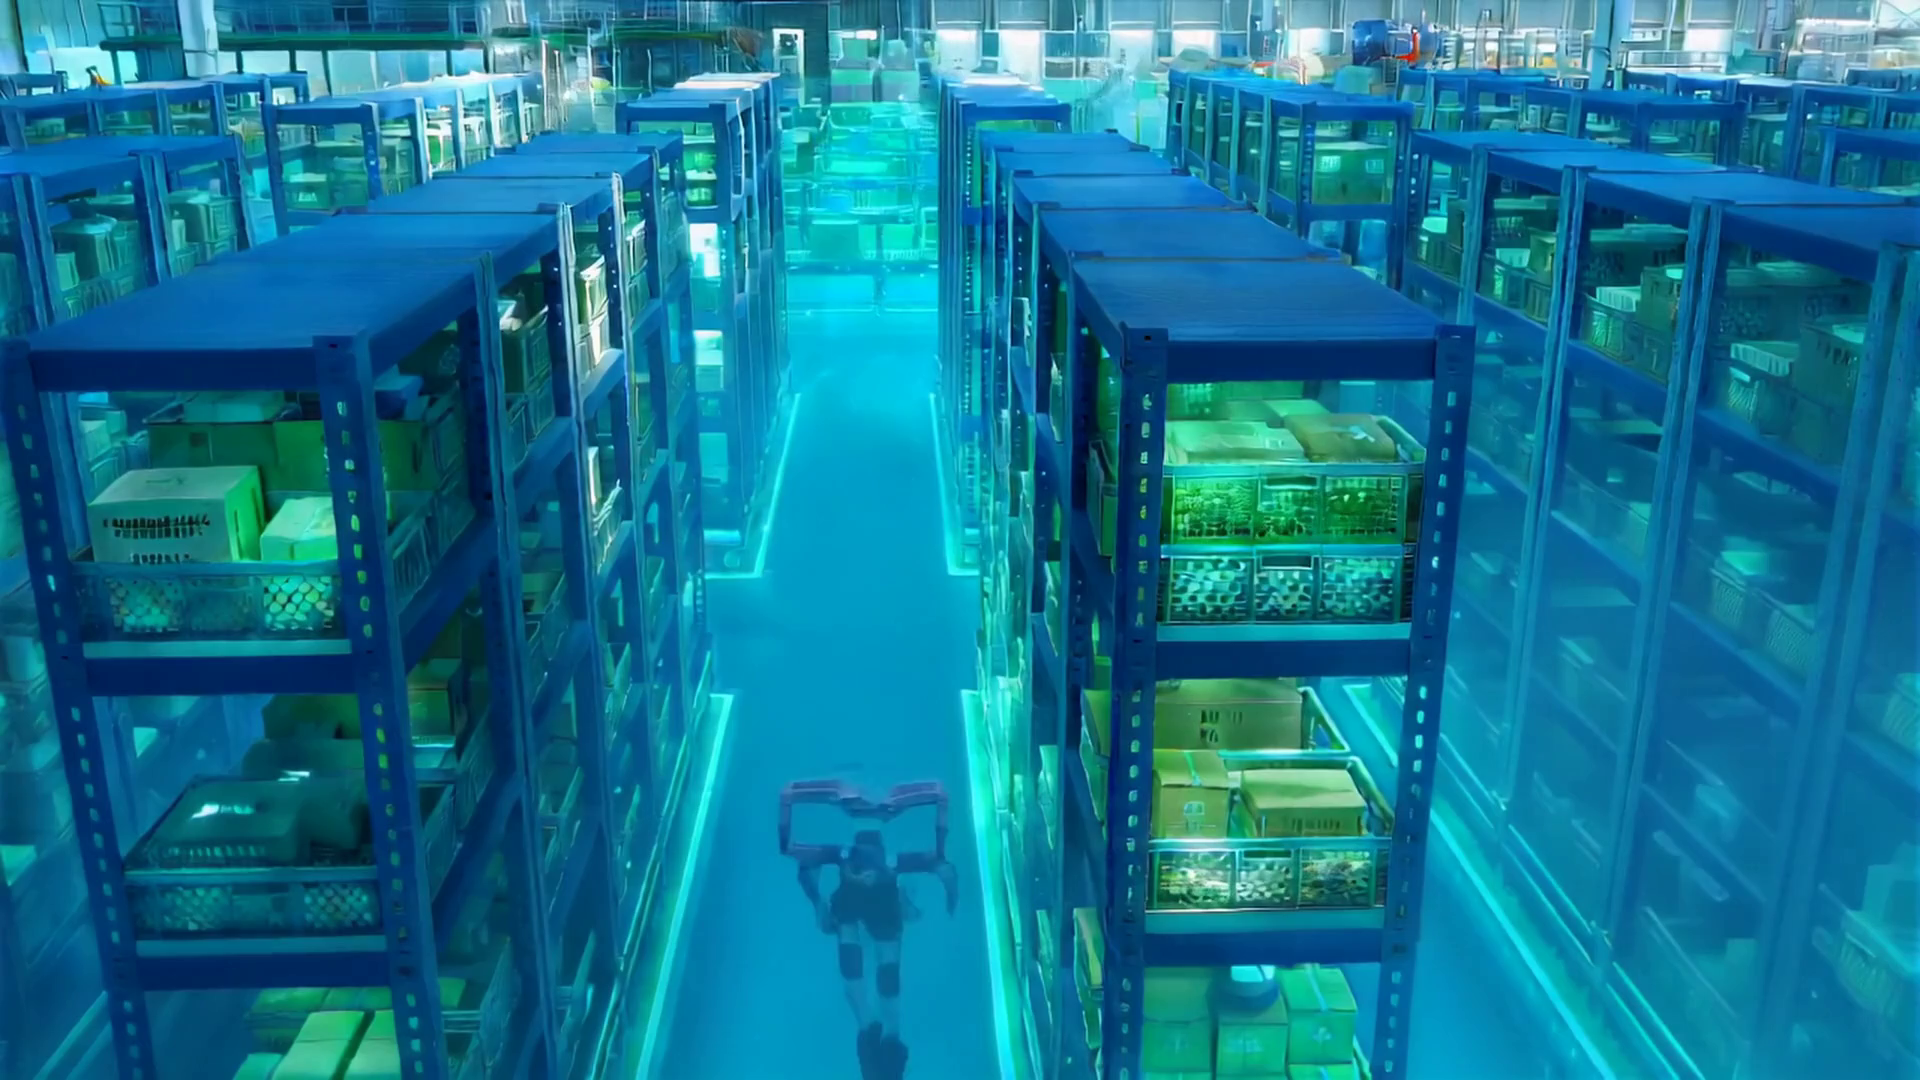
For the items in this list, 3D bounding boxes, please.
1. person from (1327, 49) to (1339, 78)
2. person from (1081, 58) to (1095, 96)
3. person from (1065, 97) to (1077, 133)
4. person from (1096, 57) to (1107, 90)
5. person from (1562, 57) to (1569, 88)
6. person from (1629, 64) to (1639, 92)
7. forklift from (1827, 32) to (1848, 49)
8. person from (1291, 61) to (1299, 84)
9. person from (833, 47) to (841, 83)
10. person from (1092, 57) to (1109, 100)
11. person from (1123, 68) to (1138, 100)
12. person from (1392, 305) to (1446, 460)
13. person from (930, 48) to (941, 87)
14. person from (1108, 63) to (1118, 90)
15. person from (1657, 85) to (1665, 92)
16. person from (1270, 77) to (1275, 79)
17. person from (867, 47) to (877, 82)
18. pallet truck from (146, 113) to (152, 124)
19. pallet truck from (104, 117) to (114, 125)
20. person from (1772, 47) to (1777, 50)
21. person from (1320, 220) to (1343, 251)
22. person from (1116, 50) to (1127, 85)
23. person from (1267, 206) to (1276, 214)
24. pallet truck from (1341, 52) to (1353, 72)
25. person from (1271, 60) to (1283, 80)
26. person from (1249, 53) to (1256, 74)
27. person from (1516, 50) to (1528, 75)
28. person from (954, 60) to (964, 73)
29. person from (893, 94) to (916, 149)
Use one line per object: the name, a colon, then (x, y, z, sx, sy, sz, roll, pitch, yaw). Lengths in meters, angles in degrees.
person: (19.632, -24.855, 87.619, 0.636, 1.980, 0.558, -4, 18, -13)
person: (6.105, -22.158, 79.587, 0.641, 1.797, 0.710, 1, 18, 2)
person: (2.942, -11.195, 45.570, 0.701, 1.840, 0.550, -8, 19, -22)
person: (7.231, -23.724, 84.596, 0.697, 1.679, 0.538, -8, 20, -24)
person: (29.931, -23.043, 82.400, 0.379, 1.727, 0.521, -6, 19, -17)
person: (32.232, -22.100, 79.386, 0.874, 1.803, 0.511, -17, 24, -42)
forklift: (46.023, -25.321, 87.619, 1.129, 2.768, 1.873, -1, 18, -2)
person: (14.724, -20.073, 73.011, 0.521, 1.864, 0.335, -16, 24, -41)
person: (-6.867, -26.355, 92.345, 0.602, 1.920, 0.569, -11, 21, -30)
person: (6.533, -21.244, 76.593, 0.968, 1.904, 0.636, -10, 20, -28)
person: (6.255, -16.282, 60.993, 0.698, 2.000, 0.537, -11, 21, -31)
person: (4.056, -1.177, 14.598, 0.566, 1.827, 0.690, 0, 18, 0)
person: (-1.289, -24.981, 88.026, 0.614, 1.991, 0.478, 12, 21, 32)
person: (6.050, -17.731, 65.504, 0.420, 2.027, 0.611, -2, 18, -7)
person: (25.190, -15.772, 59.582, 0.852, 1.944, 0.618, 6, 19, 18)
person: (10.450, -14.559, 55.863, 0.549, 1.912, 0.688, -10, 21, -29)
person: (-4.896, -26.662, 93.310, 0.637, 1.920, 0.697, 12, 21, 32)
pallet truck: (-18.087, -8.309, 36.390, 1.885, 1.965, 0.823, -1, 18, -4)
pallet truck: (-18.367, -7.885, 35.078, 1.885, 1.965, 0.823, 1, 18, 2)
person: (46.462, -27.169, 94.947, 0.848, 1.879, 0.568, -8, 20, -23)
person: (4.224, -2.766, 19.280, 0.448, 1.973, 0.617, -15, 23, -39)
person: (8.783, -25.709, 90.447, 0.593, 1.863, 1.020, -13, 22, -35)
person: (3.843, -3.553, 21.884, 0.796, 1.879, 0.396, 4, 18, 13)
pallet truck: (18.794, -23.123, 82.231, 0.823, 1.965, 1.885, -13, 22, -35)
person: (14.432, -20.975, 75.931, 1.008, 1.792, 0.623, -6, 19, -18)
person: (15.700, -25.292, 89.392, 0.892, 1.730, 0.527, -3, 18, -8)
person: (30.338, -25.535, 89.888, 0.592, 1.882, 0.391, 1, 18, 2)
person: (-0.063, -20.121, 73.083, 0.559, 1.911, 0.593, -16, 24, -41)
person: (-1.706, -12.342, 49.286, 0.703, 1.736, 0.579, -16, 24, -41)
